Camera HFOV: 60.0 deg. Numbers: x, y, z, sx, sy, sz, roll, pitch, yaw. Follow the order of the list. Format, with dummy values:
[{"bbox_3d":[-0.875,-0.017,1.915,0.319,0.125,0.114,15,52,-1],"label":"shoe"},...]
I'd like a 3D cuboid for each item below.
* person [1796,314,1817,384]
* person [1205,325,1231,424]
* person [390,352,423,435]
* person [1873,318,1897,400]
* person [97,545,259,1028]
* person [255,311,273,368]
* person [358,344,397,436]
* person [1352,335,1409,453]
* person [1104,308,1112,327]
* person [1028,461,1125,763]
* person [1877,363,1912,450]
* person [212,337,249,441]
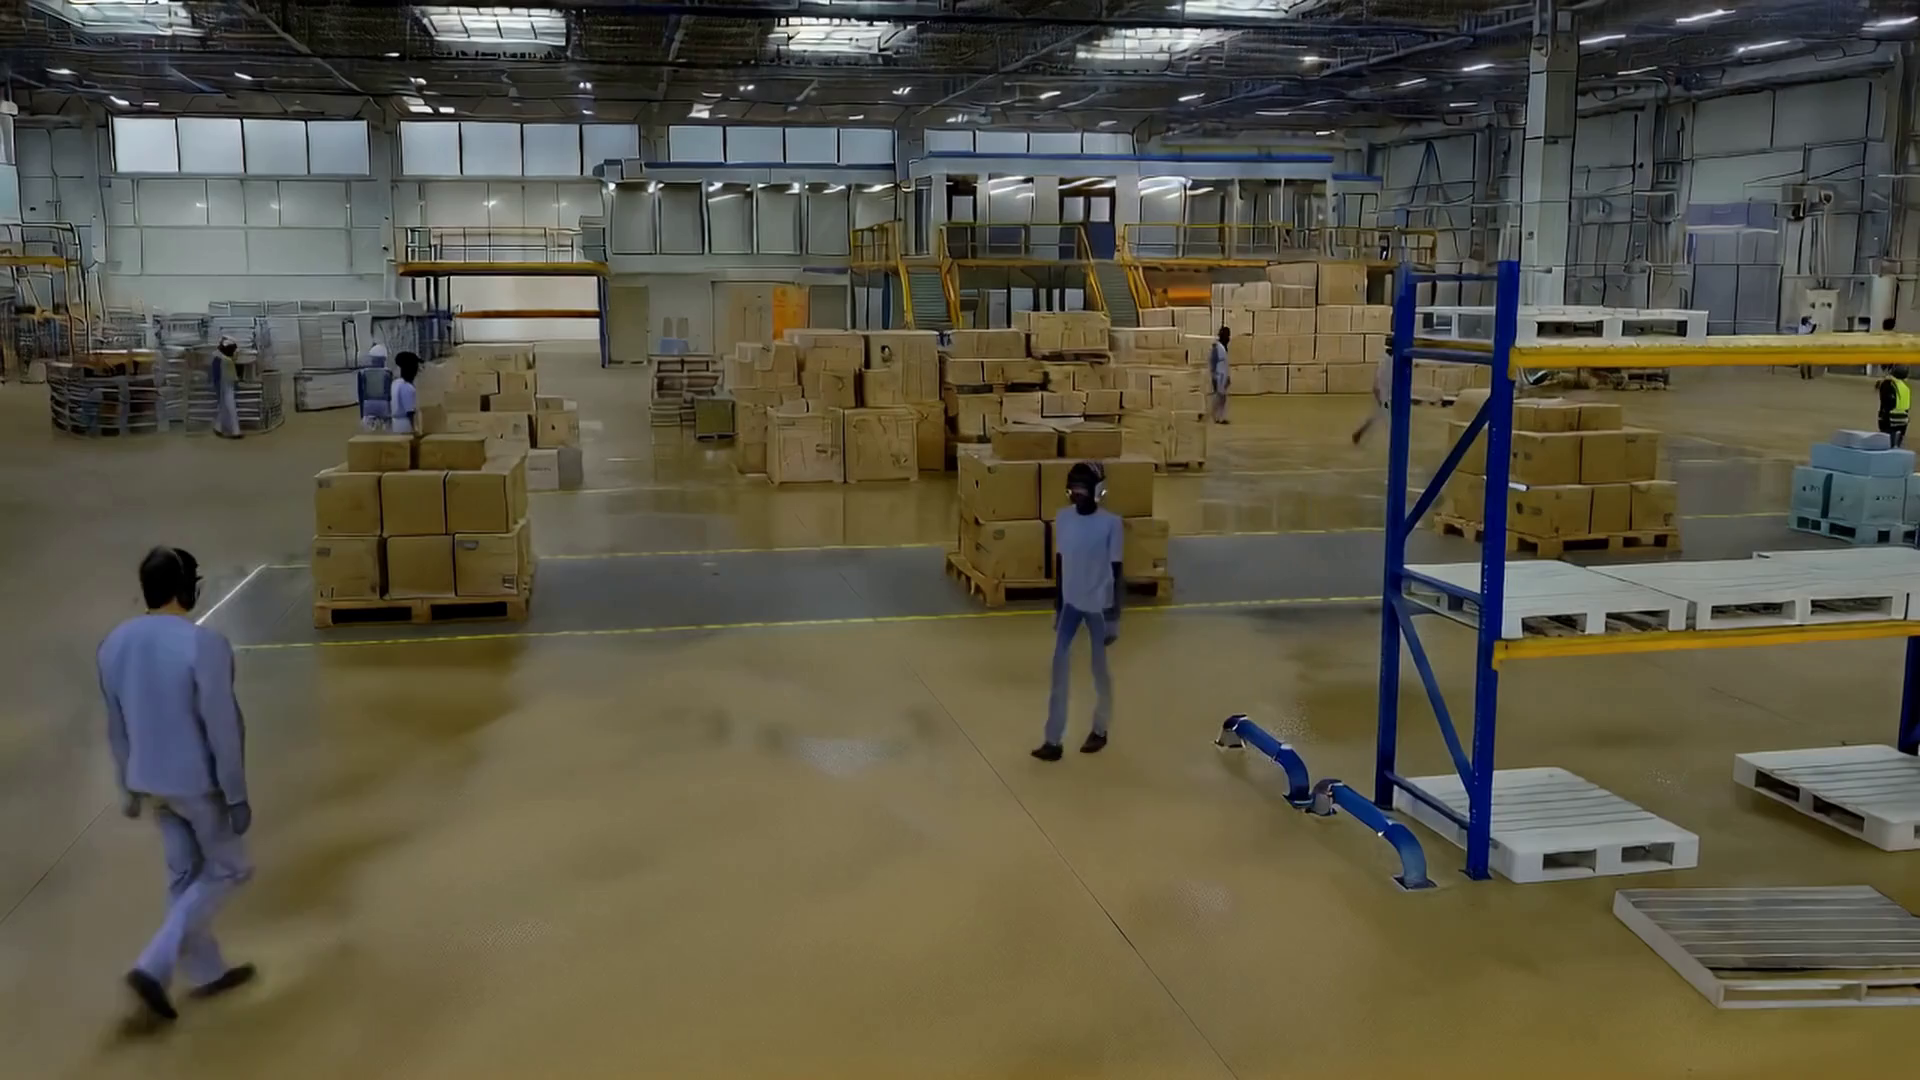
[{"bbox_3d":[21.897,-4.936,43.027,0.544,1.792,0.845,2,10,14],"label":"person"},{"bbox_3d":[4.990,-3.154,31.809,0.448,1.905,0.626,7,12,37],"label":"person"},{"bbox_3d":[-6.818,-1.334,20.530,0.370,1.966,0.608,-7,12,-38],"label":"person"},{"bbox_3d":[20.967,-4.097,37.707,0.519,1.854,0.434,2,9,10],"label":"person"},{"bbox_3d":[-3.100,0.980,6.556,0.644,1.927,0.635,4,10,22],"label":"person"},{"bbox_3d":[-20.787,-5.970,49.606,0.542,1.701,0.535,3,10,18],"label":"person"},{"bbox_3d":[-8.272,-1.829,23.690,0.571,1.920,0.427,-1,9,-4],"label":"person"},{"bbox_3d":[6.837,-2.354,26.920,0.899,1.923,0.604,9,13,44],"label":"person"},{"bbox_3d":[3.846,-5.082,43.467,0.547,1.938,0.378,8,13,42],"label":"person"},{"bbox_3d":[0.707,0.449,10.043,0.563,1.836,0.844,6,11,32],"label":"person"},{"bbox_3d":[11.981,-1.427,21.342,0.572,1.887,0.354,-8,12,-39],"label":"person"},{"bbox_3d":[-12.715,-2.615,28.836,0.603,1.798,0.609,-2,9,-11],"label":"person"}]
